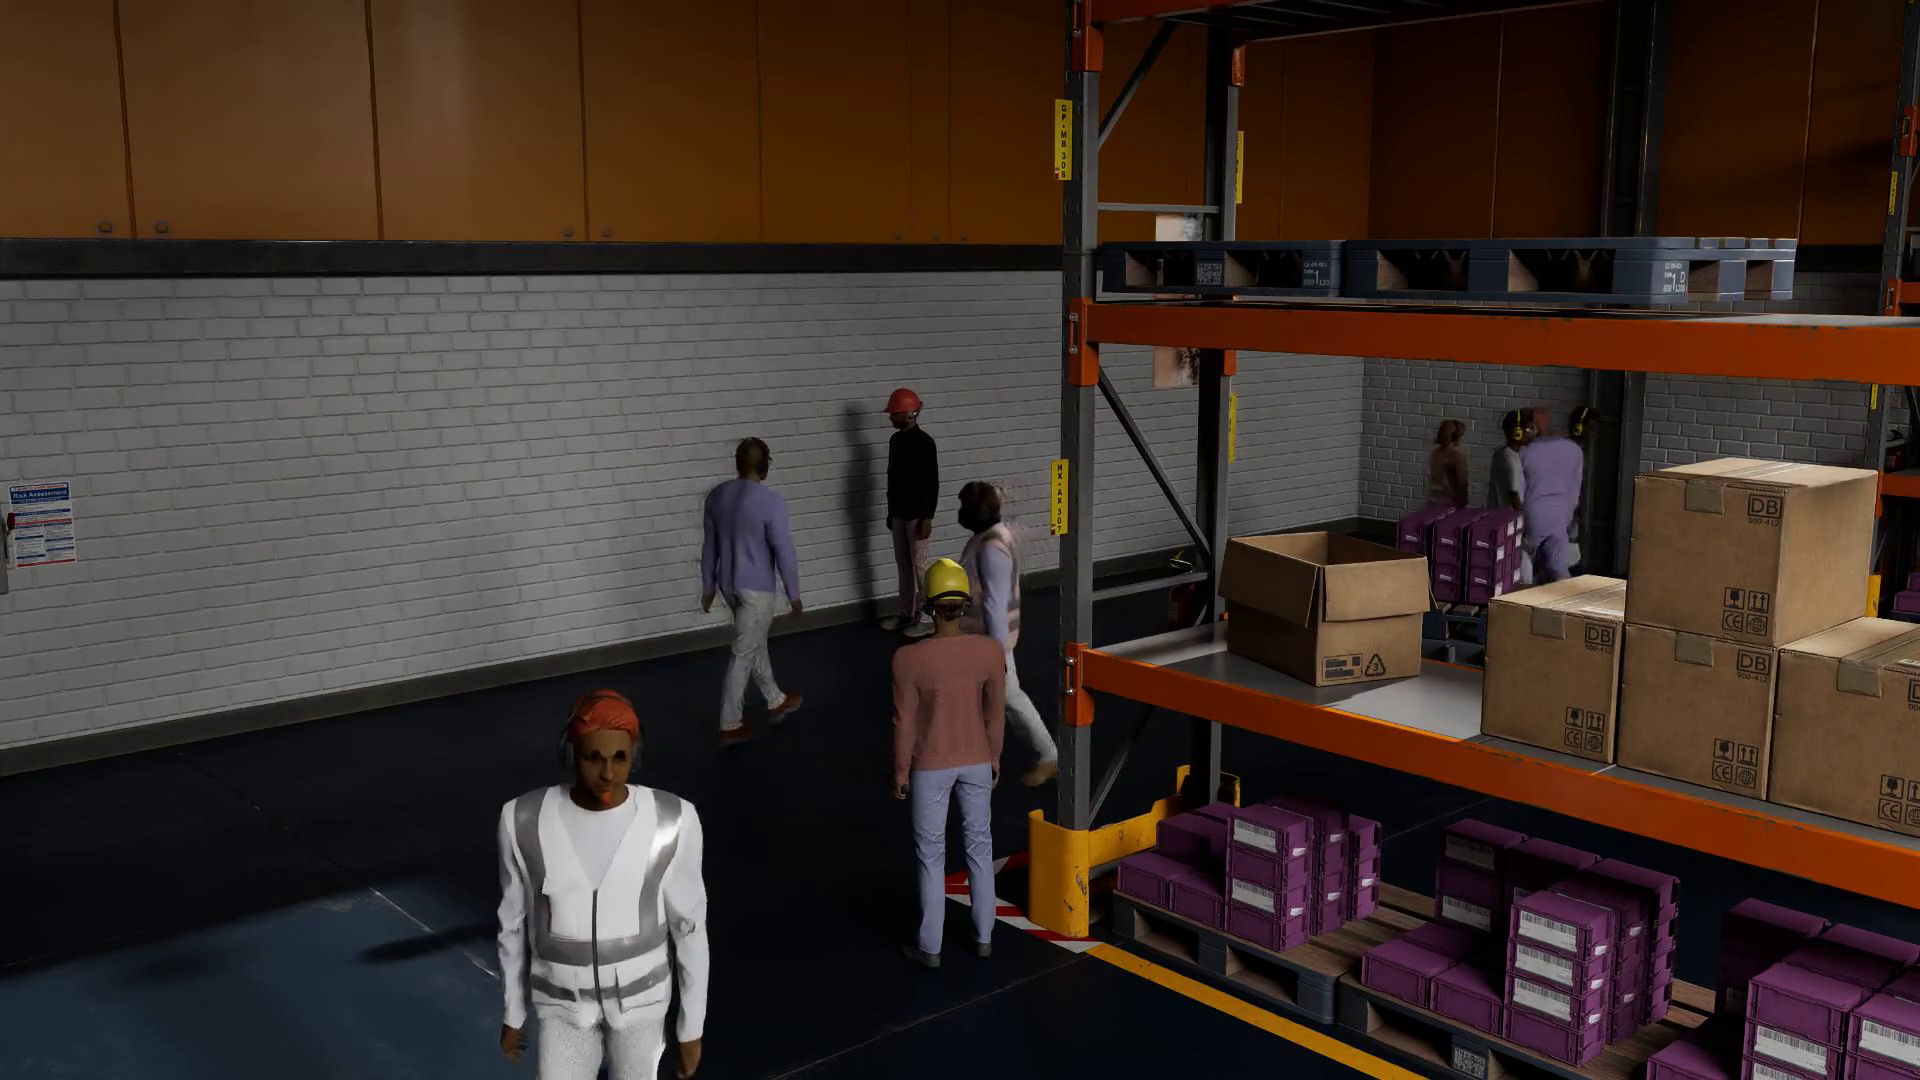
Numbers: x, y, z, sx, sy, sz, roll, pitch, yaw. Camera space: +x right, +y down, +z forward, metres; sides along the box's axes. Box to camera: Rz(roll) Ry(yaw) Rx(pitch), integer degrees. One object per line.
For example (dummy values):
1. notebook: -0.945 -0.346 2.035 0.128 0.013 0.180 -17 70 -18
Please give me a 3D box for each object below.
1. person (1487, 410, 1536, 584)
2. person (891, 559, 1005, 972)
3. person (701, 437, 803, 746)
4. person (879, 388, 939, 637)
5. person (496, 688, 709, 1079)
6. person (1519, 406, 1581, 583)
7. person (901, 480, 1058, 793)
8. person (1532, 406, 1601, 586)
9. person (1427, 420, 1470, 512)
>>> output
1. person: 4.398 -0.087 12.972 0.863 1.836 0.521 2 10 12
2. person: -0.055 0.955 7.091 0.522 1.769 0.311 -4 11 -23
3. person: -1.231 0.299 10.511 0.655 1.901 0.938 8 12 38
4. person: -0.415 -0.223 13.327 0.394 1.990 0.618 -6 12 -33
5. person: -0.985 1.343 4.565 0.588 1.848 0.884 -1 10 -8
6. person: 4.637 -0.129 13.197 0.633 1.866 0.875 -2 10 -11
7. person: 0.168 0.548 9.399 0.963 1.799 0.641 0 10 2
8. person: 4.934 -0.195 13.621 0.528 1.830 0.577 3 10 19
9. person: 4.207 -0.239 14.451 0.464 1.623 0.533 -3 10 -15
